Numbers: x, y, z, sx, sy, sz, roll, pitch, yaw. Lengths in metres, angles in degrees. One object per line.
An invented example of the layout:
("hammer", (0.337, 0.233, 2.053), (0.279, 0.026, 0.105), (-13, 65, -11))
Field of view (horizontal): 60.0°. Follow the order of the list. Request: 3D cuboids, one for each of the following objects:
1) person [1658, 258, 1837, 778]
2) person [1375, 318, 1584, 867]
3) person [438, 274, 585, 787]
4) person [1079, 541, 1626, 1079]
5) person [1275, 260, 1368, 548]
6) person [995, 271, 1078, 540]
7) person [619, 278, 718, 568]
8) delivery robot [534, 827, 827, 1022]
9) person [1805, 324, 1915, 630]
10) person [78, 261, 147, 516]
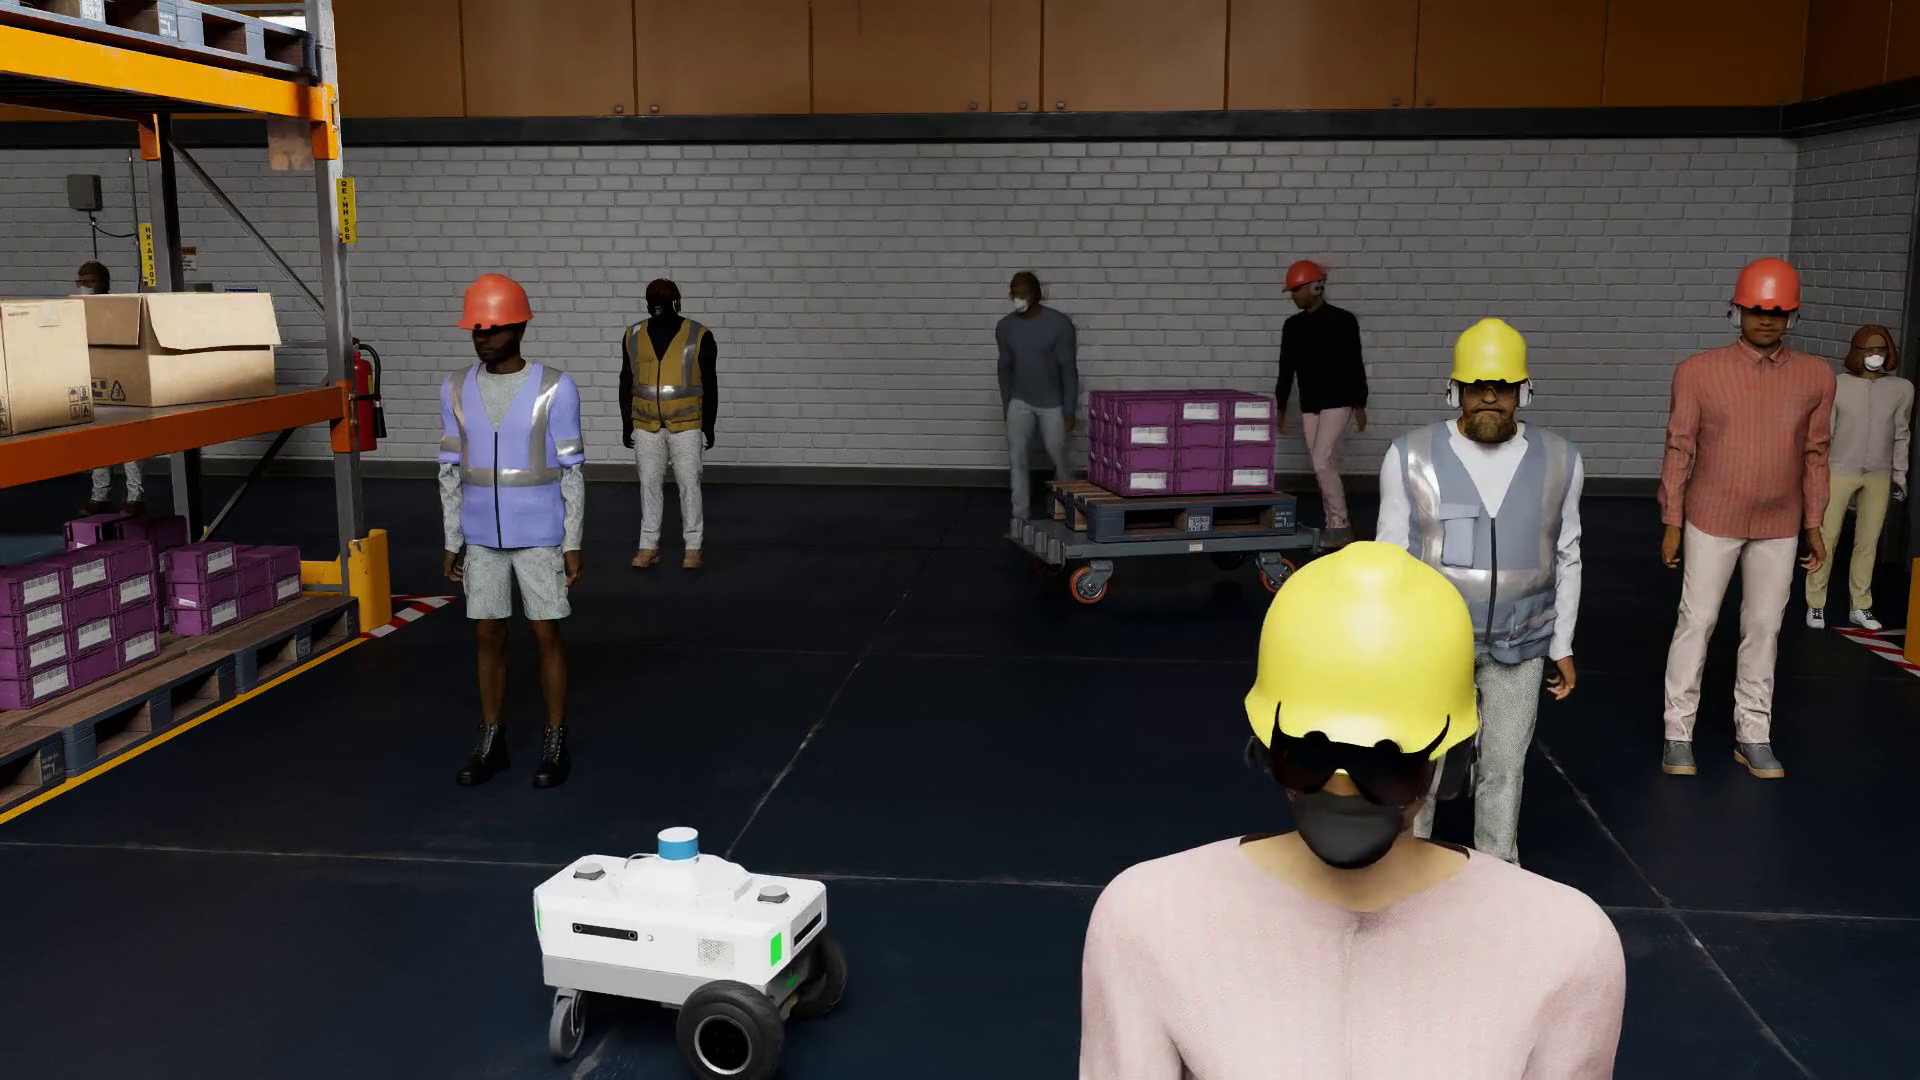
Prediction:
("person", (2.994, -0.069, 6.343), (0.622, 1.989, 0.399), (1, 10, 6))
("person", (1.491, 0.278, 4.817), (0.600, 1.830, 0.403), (1, 10, 6))
("person", (-1.684, -0.019, 6.226), (0.551, 1.932, 0.376), (1, 10, 6))
("person", (0.367, 0.866, 1.644), (0.533, 1.765, 0.329), (1, 10, 6))
("person", (2.447, -0.912, 11.302), (0.583, 1.945, 0.628), (-7, 12, -35))
("person", (0.580, -0.954, 11.777), (0.642, 1.892, 0.747), (5, 11, 26))
("person", (-1.857, -0.731, 10.570), (0.633, 1.841, 0.429), (1, 10, 6))
("delivery robot", (-0.710, 0.973, 4.222), (0.707, 0.478, 0.477), (3, 10, 17))
("person", (4.783, -0.328, 8.856), (0.507, 1.632, 0.268), (1, 10, 6))
("person", (-6.467, -1.136, 12.614), (0.635, 1.936, 0.352), (1, 10, 6))
